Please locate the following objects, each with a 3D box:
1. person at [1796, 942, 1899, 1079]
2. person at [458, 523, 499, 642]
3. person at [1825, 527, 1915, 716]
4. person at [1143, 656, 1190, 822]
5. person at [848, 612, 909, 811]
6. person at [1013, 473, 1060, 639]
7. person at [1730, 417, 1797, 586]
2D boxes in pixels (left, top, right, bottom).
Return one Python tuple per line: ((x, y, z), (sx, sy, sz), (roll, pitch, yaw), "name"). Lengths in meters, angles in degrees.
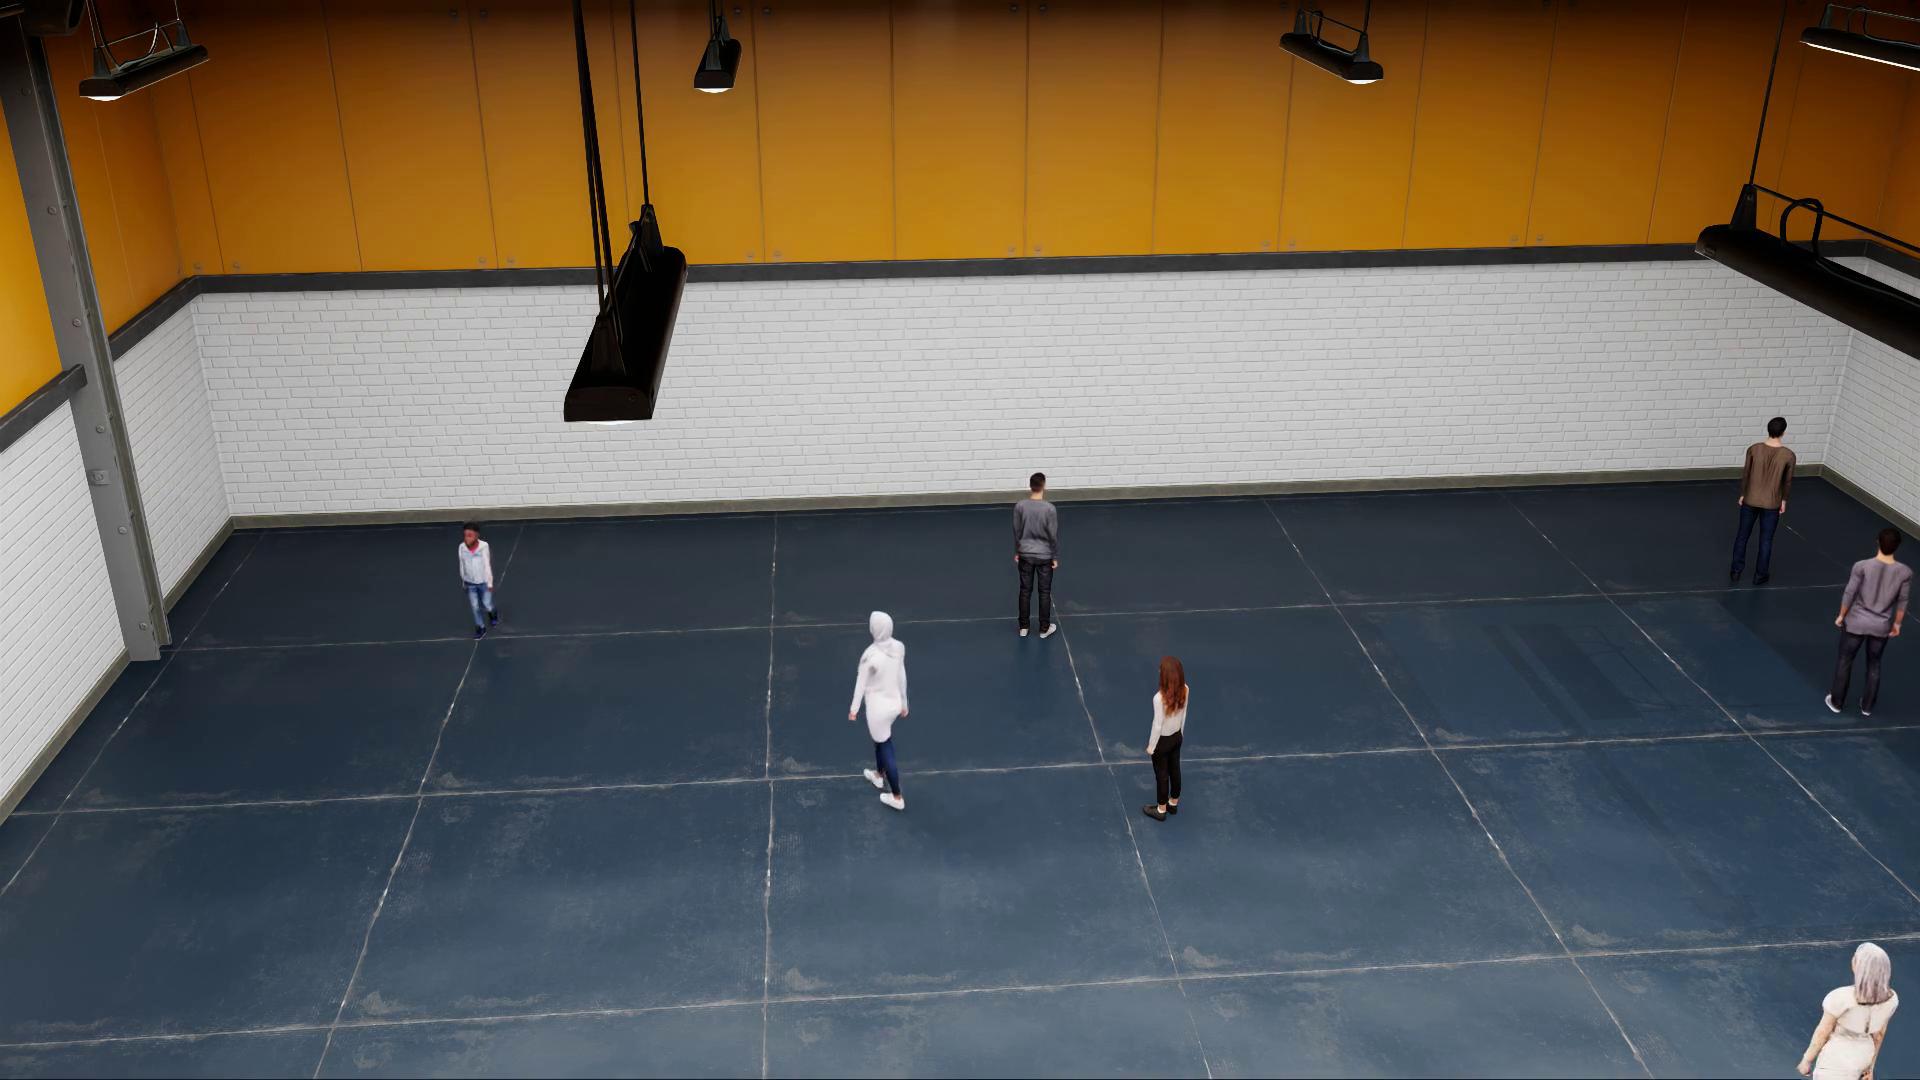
((5.308, 3.217, 9.918), (0.702, 1.710, 1.113), (-5, 24, -12), "person")
((-4.902, 0.385, 16.970), (0.514, 1.250, 0.656), (1, 24, 1), "person")
((8.395, 0.755, 15.373), (0.753, 1.851, 0.687), (6, 24, 14), "person")
((1.726, 1.640, 13.807), (0.624, 1.485, 0.654), (-19, 30, -36), "person")
((-0.585, 1.458, 13.883), (0.967, 1.756, 0.897), (20, 30, 38), "person")
((0.768, 0.150, 16.870), (0.687, 1.762, 0.650), (6, 24, 14), "person")
((8.705, -0.435, 18.050), (0.732, 1.887, 0.762), (14, 27, 30), "person")
